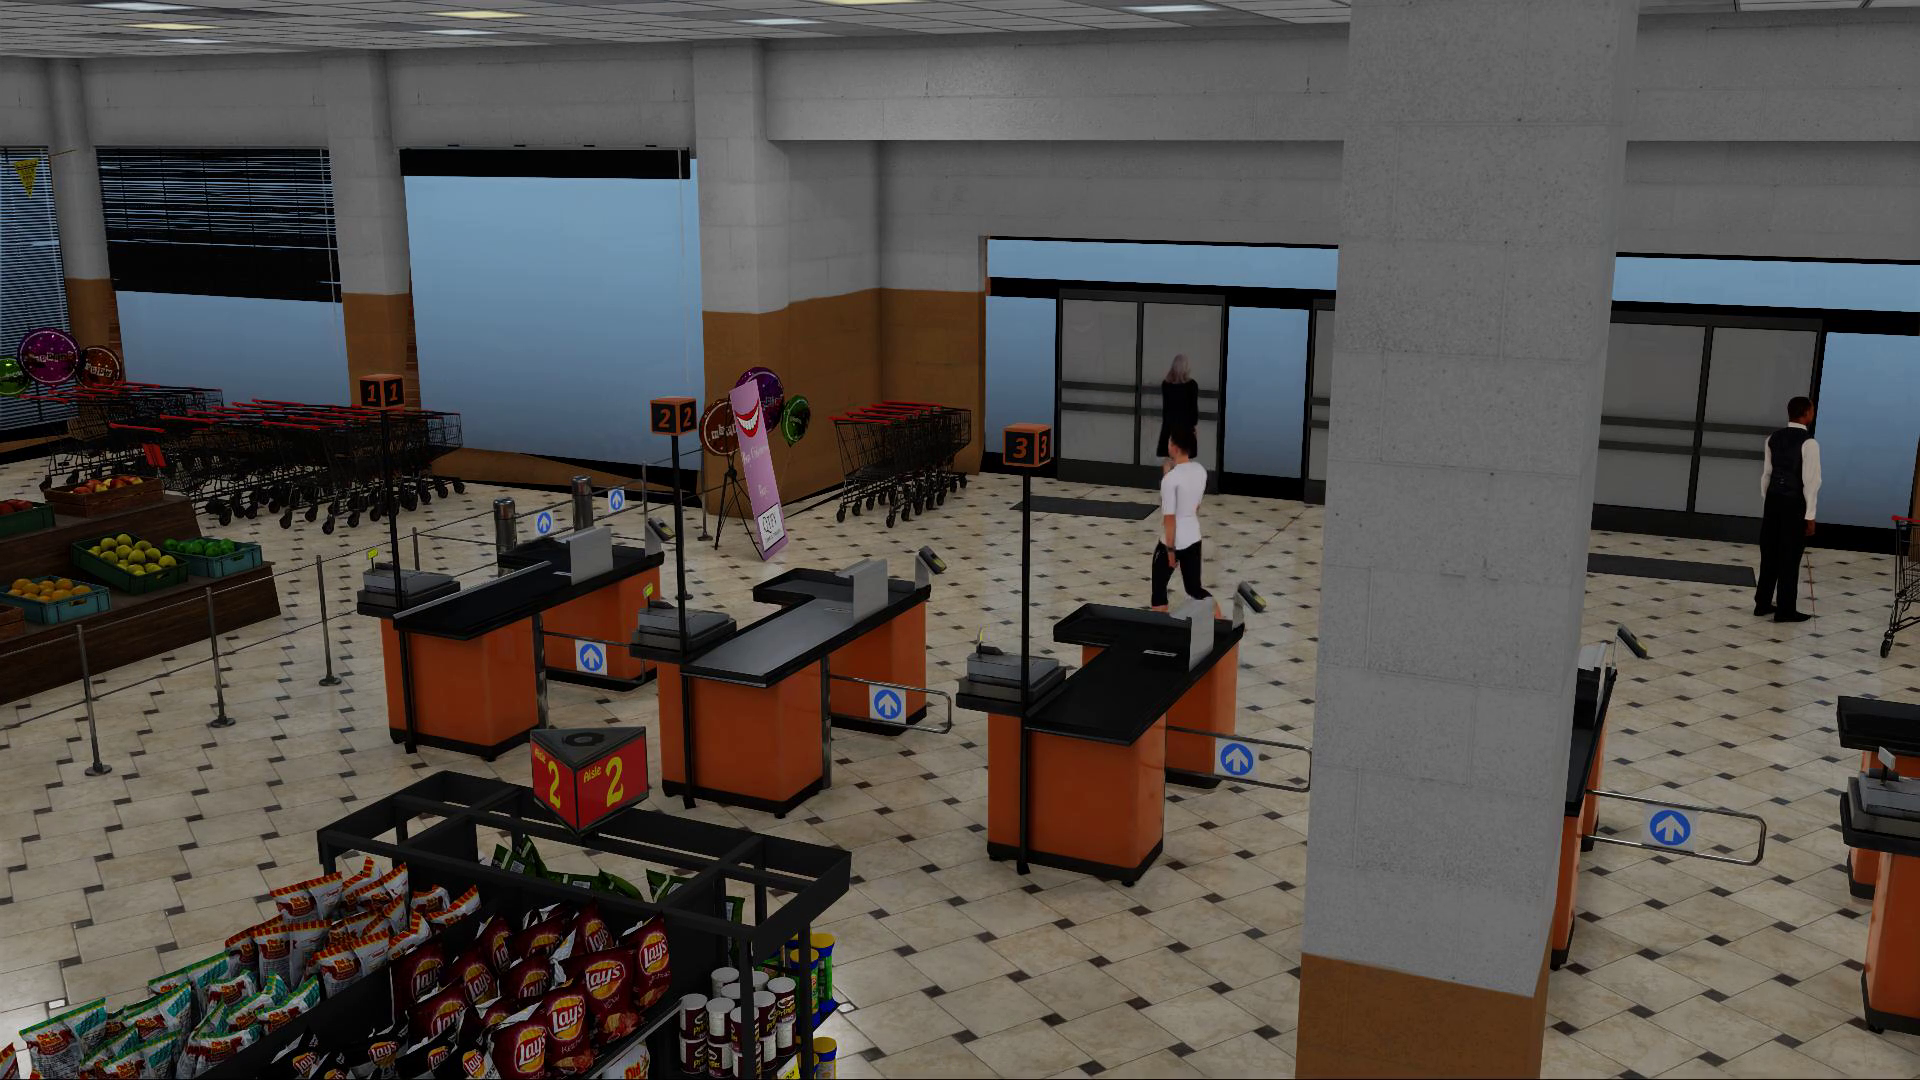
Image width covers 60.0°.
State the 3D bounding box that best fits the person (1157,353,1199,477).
[{"bbox_3d":[2.404,-1.195,18.324,0.619,1.746,0.589,5,14,19],"label":"person"}]

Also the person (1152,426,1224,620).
[{"bbox_3d":[1.817,0.034,13.093,1.201,1.822,1.057,-11,17,-38],"label":"person"}]

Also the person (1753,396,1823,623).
[{"bbox_3d":[7.038,-0.271,14.146,0.820,1.919,0.774,-6,15,-22],"label":"person"}]
